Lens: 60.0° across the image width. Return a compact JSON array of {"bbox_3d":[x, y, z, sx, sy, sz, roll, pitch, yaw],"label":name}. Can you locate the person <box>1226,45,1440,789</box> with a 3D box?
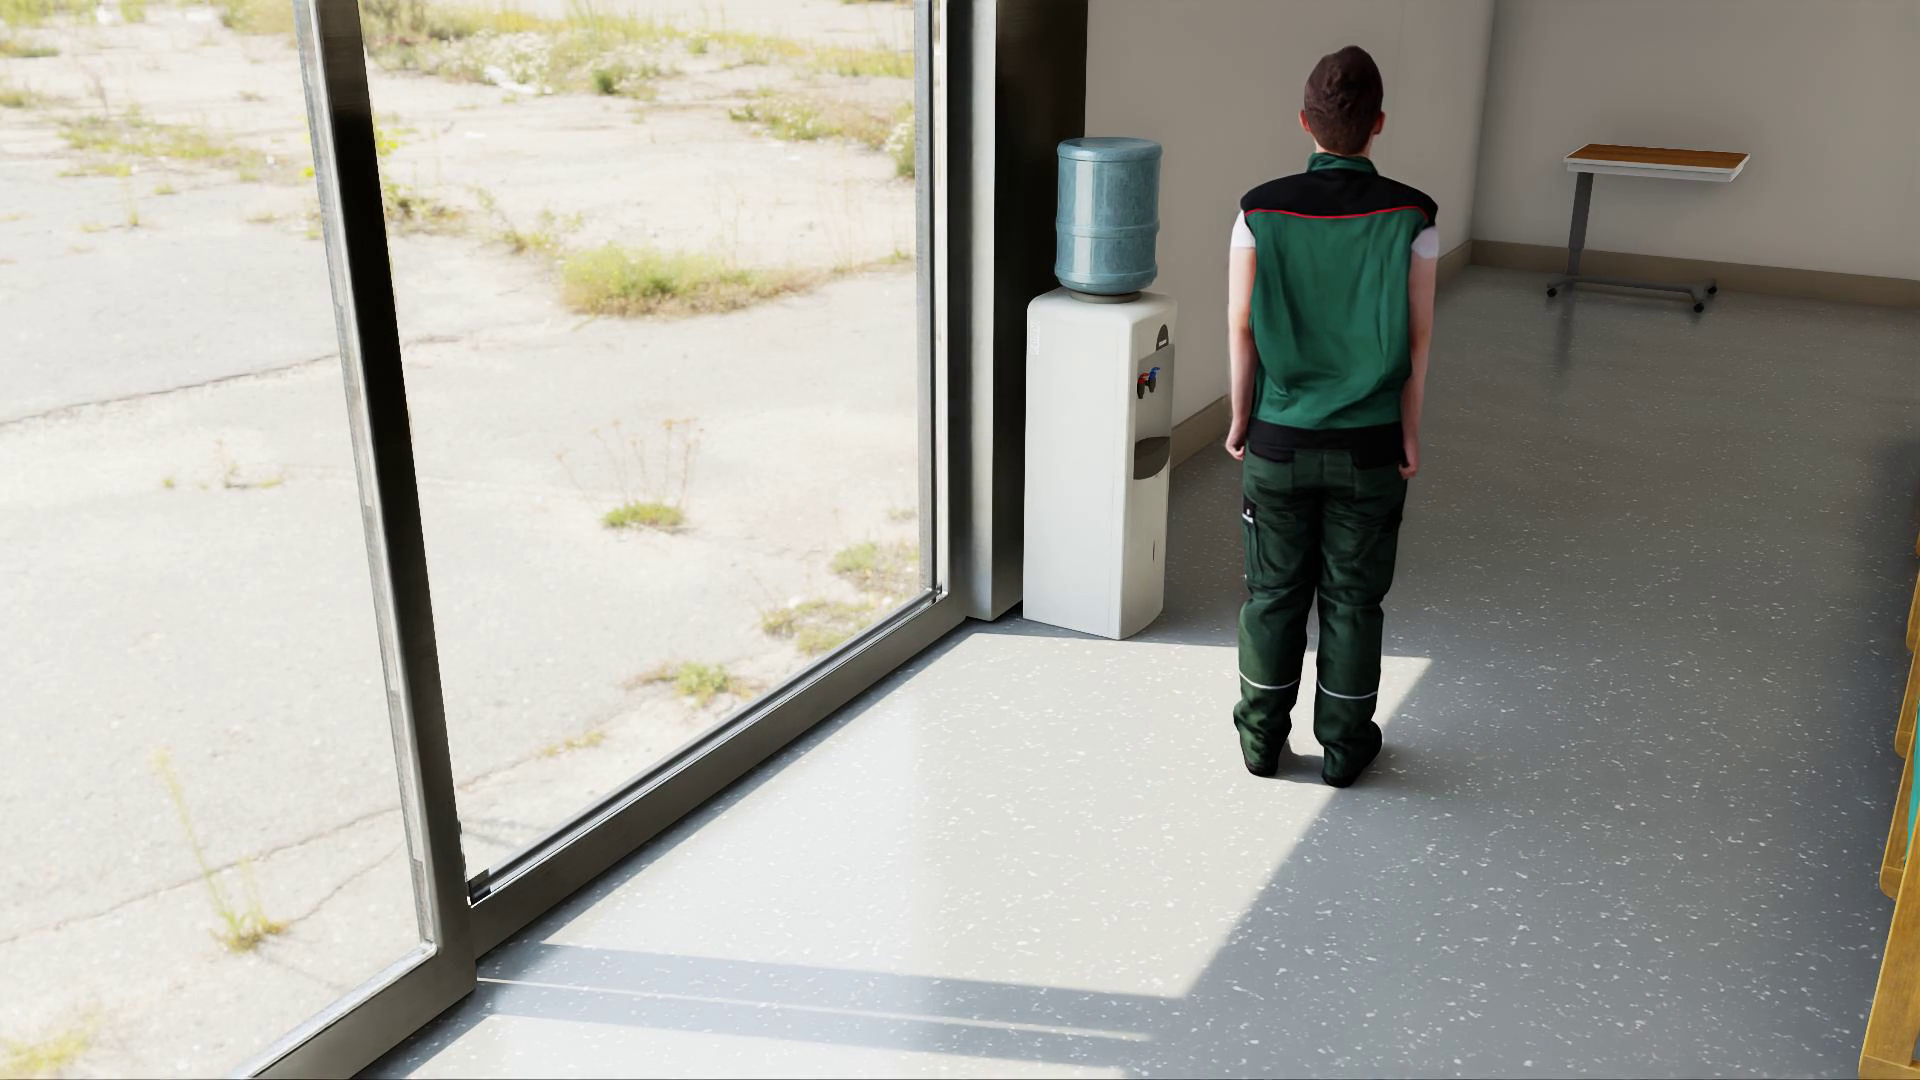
[{"bbox_3d":[0.899,-0.269,4.095,0.606,1.844,0.752,6,22,16],"label":"person"}]
